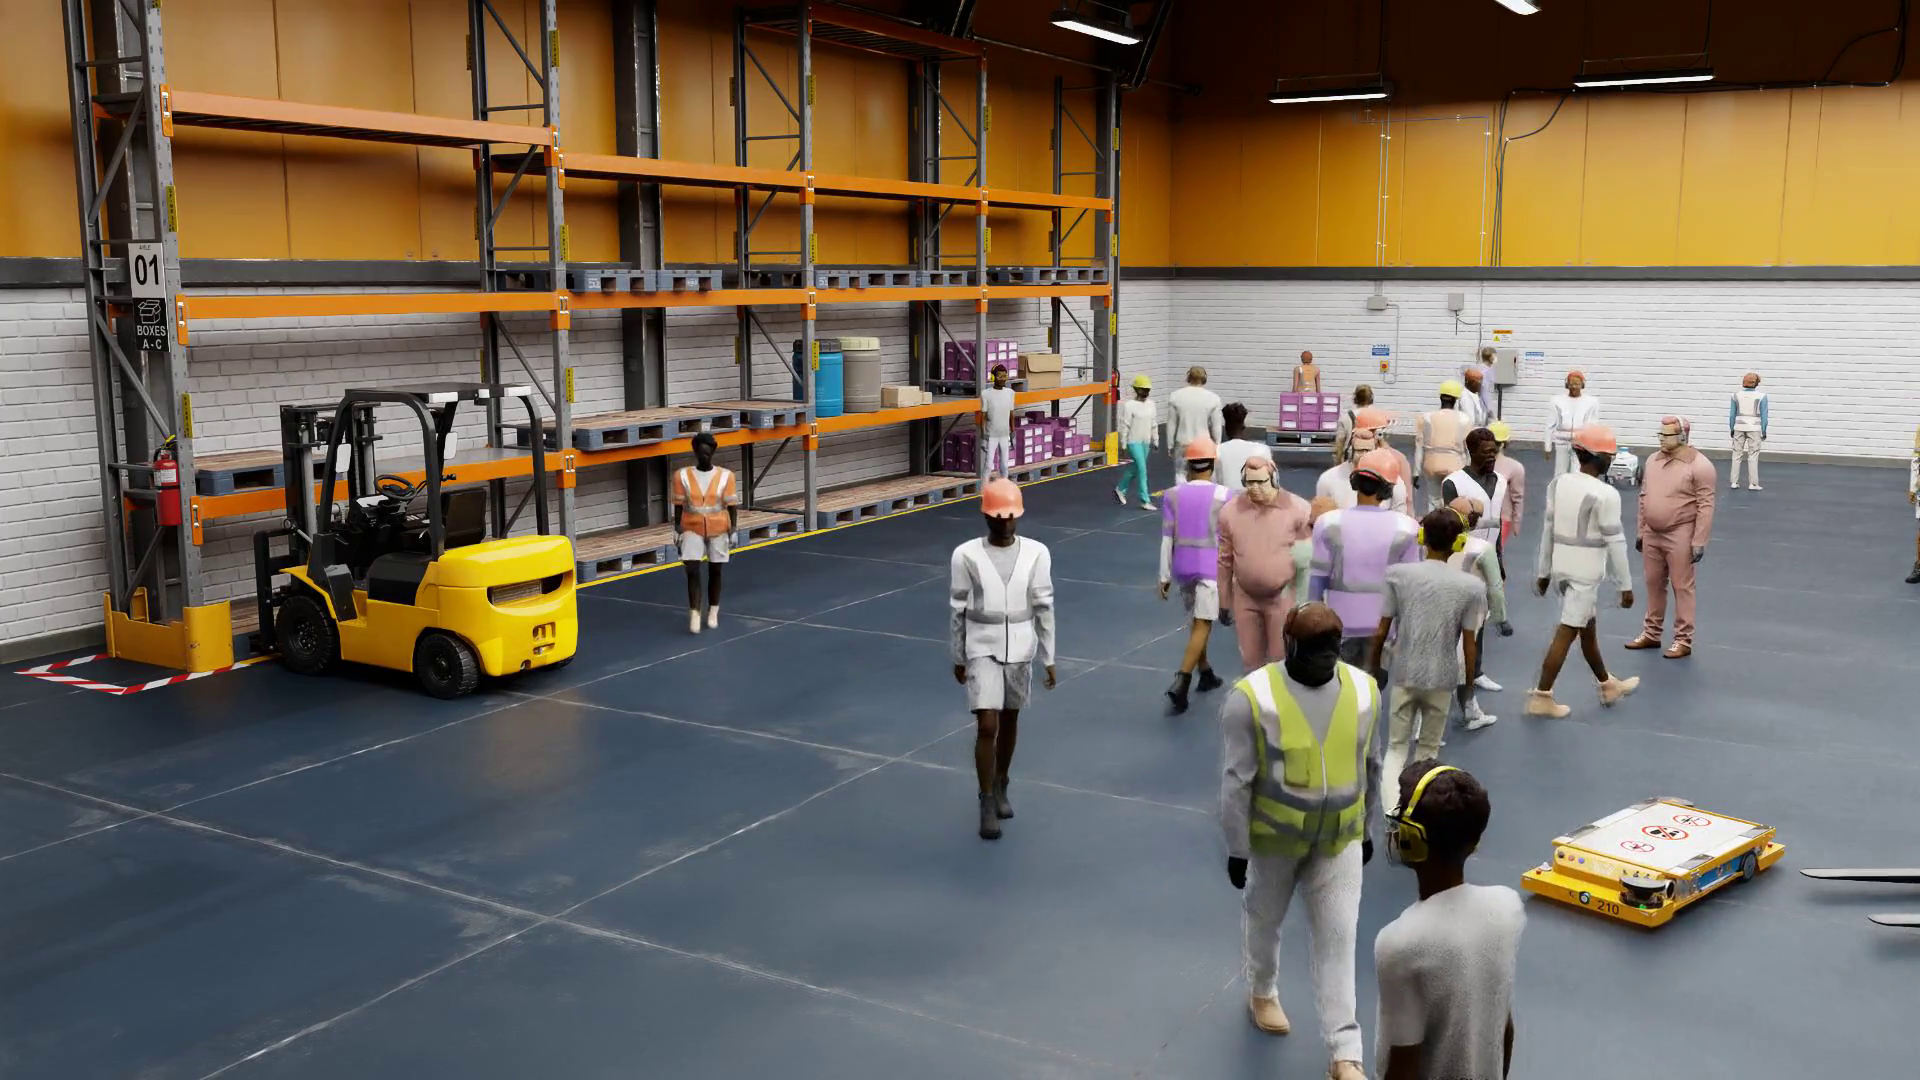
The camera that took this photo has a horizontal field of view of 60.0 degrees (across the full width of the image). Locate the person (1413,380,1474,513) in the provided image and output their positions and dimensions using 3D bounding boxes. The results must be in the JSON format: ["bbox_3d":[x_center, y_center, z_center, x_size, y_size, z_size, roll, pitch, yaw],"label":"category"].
[{"bbox_3d":[5.154,-0.758,17.732,0.618,1.884,0.872,4,10,23],"label":"person"}]

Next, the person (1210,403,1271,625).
[{"bbox_3d":[2.391,-0.233,14.390,0.608,1.902,1.055,1,9,8],"label":"person"}]

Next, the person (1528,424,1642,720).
[{"bbox_3d":[4.299,0.220,11.229,1.018,1.991,0.641,-3,9,-16],"label":"person"}]

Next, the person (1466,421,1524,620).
[{"bbox_3d":[4.713,-0.200,14.686,0.524,1.732,0.838,8,12,40],"label":"person"}]

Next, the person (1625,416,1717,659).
[{"bbox_3d":[5.572,-0.028,13.078,0.401,1.904,0.649,-4,10,-25],"label":"person"}]

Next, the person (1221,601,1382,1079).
[{"bbox_3d":[1.302,1.118,6.269,0.648,1.790,0.985,-1,9,-6],"label":"person"}]

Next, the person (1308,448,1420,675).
[{"bbox_3d":[2.306,0.484,9.530,0.623,2.013,0.512,1,9,8],"label":"person"}]

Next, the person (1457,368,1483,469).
[{"bbox_3d":[6.307,-1.221,20.702,0.351,1.857,0.669,3,10,18],"label":"person"}]

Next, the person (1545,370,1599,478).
[{"bbox_3d":[7.423,-1.142,20.198,0.584,1.859,0.835,4,10,24],"label":"person"}]

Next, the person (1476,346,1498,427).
[{"bbox_3d":[8.103,-2.075,25.924,1.019,1.898,0.630,4,10,25],"label":"person"}]

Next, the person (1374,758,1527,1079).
[{"bbox_3d":[1.136,1.444,4.001,0.532,1.868,0.309,-7,11,-37],"label":"person"}]

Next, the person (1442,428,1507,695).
[{"bbox_3d":[3.677,0.149,11.928,0.592,1.919,0.392,-6,11,-34],"label":"person"}]

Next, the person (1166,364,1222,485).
[{"bbox_3d":[2.797,-1.128,19.855,0.657,1.929,0.416,2,9,11],"label":"person"}]

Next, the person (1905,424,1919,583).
[{"bbox_3d":[9.419,-0.504,15.993,0.482,1.932,0.560,-8,12,-42],"label":"person"}]

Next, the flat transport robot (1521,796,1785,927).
[{"bbox_3d":[3.458,1.561,8.242,1.431,0.197,0.652,-8,12,-41],"label":"flat transport robot"}]

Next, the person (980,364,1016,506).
[{"bbox_3d":[0.484,-1.322,21.314,0.505,1.860,0.320,-5,10,-26],"label":"person"}]

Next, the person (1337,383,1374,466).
[{"bbox_3d":[4.344,-0.789,18.094,0.514,1.830,0.691,4,10,24],"label":"person"}]

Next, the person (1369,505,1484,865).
[{"bbox_3d":[2.316,0.754,8.387,0.542,1.845,0.654,4,10,23],"label":"person"}]

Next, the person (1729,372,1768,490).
[{"bbox_3d":[10.961,-1.507,23.134,0.311,1.640,0.514,-8,12,-42],"label":"person"}]

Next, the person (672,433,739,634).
[{"bbox_3d":[-2.121,-0.047,13.885,0.558,1.668,0.709,-1,9,-8],"label":"person"}]

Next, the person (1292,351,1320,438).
[{"bbox_3d":[6.167,-2.549,29.640,0.522,1.636,0.309,-2,9,-10],"label":"person"}]

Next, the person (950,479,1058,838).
[{"bbox_3d":[0.249,0.627,8.954,0.551,1.905,0.792,-2,9,-11],"label":"person"}]

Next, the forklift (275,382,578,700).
[{"bbox_3d":[-3.974,-0.067,12.417,2.313,2.155,1.214,5,11,30],"label":"forklift"}]

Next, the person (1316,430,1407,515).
[{"bbox_3d":[2.900,0.151,12.017,0.675,1.879,0.764,1,9,6],"label":"person"}]

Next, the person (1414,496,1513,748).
[{"bbox_3d":[3.195,0.516,10.661,0.882,1.593,0.525,-6,11,-31],"label":"person"}]

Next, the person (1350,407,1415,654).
[{"bbox_3d":[3.289,-0.055,13.039,0.542,1.962,0.631,-2,9,-15],"label":"person"}]

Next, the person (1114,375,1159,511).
[{"bbox_3d":[2.255,-1.269,21.345,0.560,1.724,0.840,-7,11,-37],"label":"person"}]

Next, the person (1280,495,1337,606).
[{"bbox_3d":[2.265,0.510,10.626,0.521,1.612,0.564,1,9,5],"label":"person"}]

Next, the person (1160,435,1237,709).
[{"bbox_3d":[1.646,0.214,11.651,0.534,1.887,0.974,6,11,32],"label":"person"}]

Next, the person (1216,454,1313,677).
[{"bbox_3d":[1.979,0.370,10.658,0.690,1.883,0.521,5,10,29],"label":"person"}]

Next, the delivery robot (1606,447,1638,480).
[{"bbox_3d":[9.351,-1.067,23.465,0.477,0.478,0.707,5,10,28],"label":"delivery robot"}]
